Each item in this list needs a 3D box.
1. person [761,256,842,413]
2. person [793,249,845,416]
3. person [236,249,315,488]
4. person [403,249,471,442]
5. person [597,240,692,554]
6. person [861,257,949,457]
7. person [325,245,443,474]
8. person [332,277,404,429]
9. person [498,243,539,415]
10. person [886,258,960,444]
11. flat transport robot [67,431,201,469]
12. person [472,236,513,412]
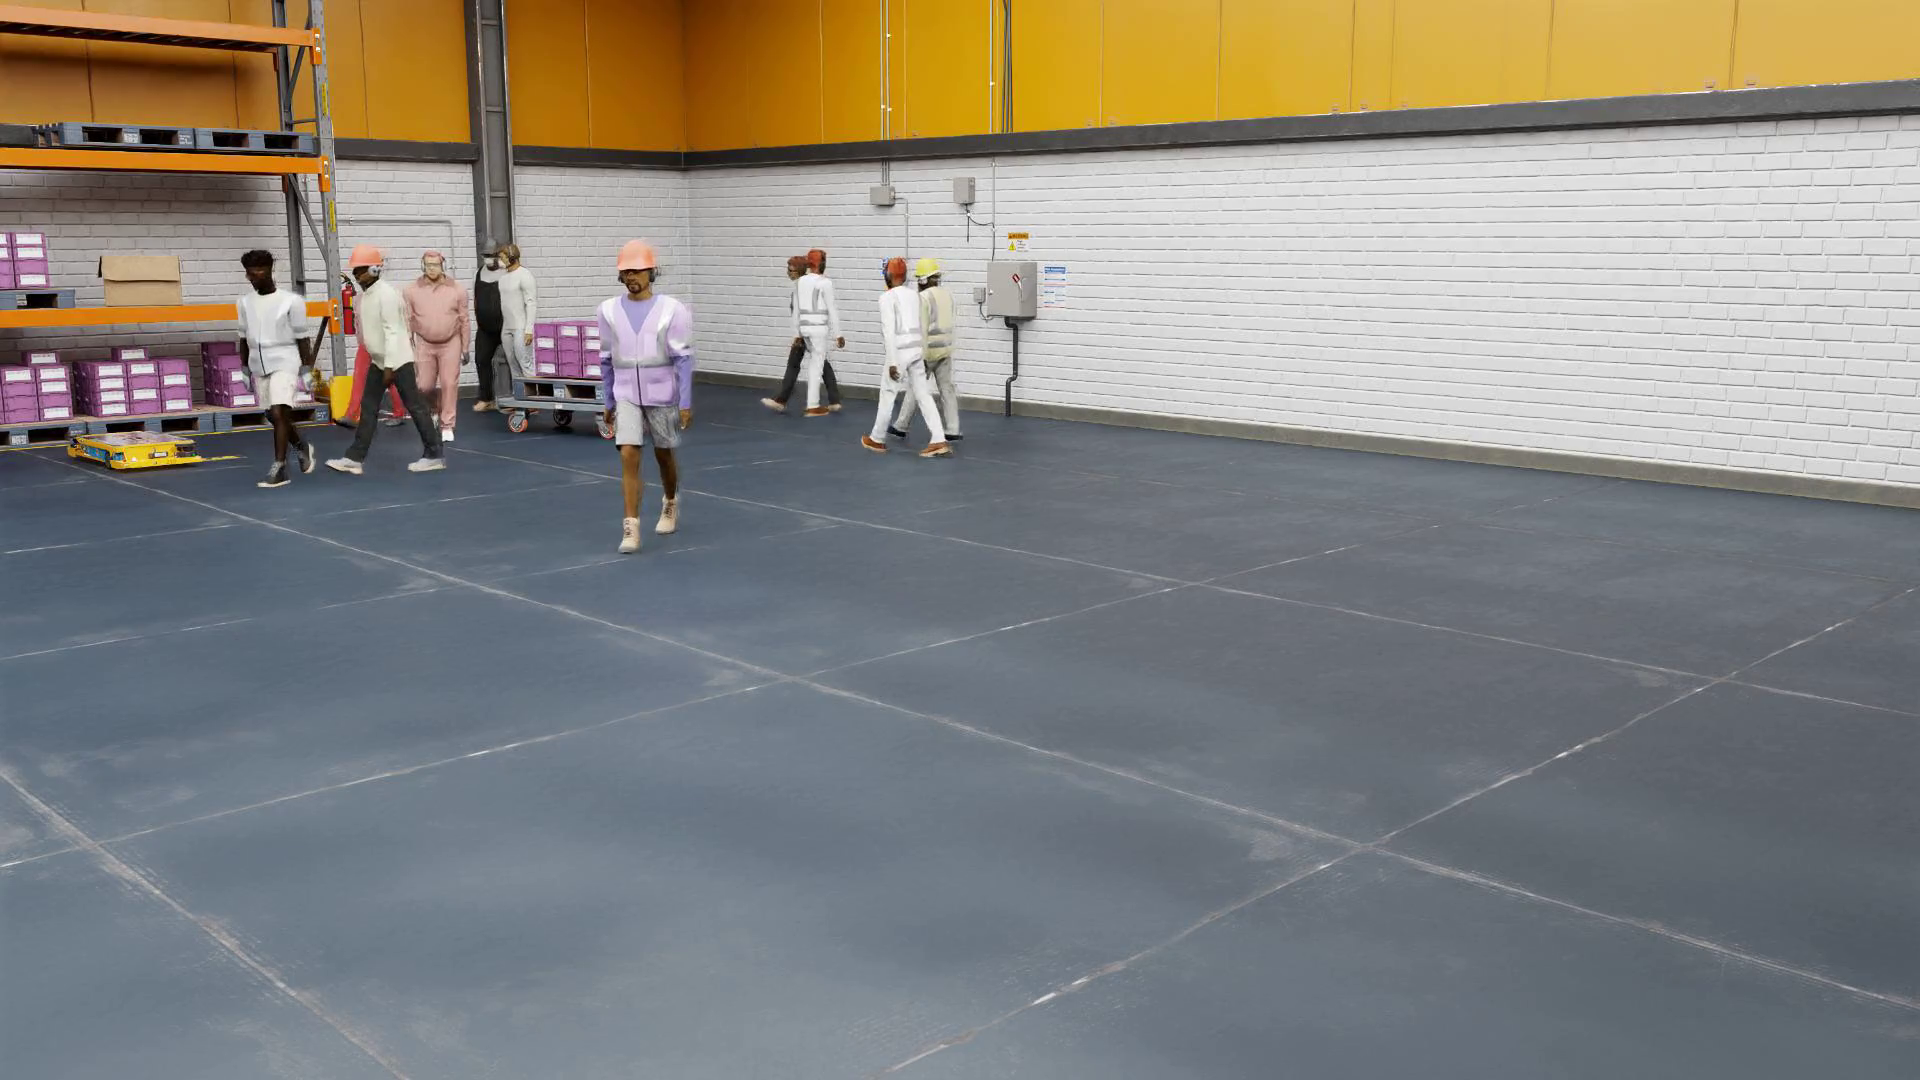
[{"bbox_3d":[-1.770,-2.337,18.980,0.970,1.785,0.632,4,11,20],"label":"person"},{"bbox_3d":[-1.550,-2.321,18.669,0.529,1.869,0.587,-10,14,-44],"label":"person"},{"bbox_3d":[-5.603,-1.431,13.691,0.613,1.928,0.904,2,11,11],"label":"person"},{"bbox_3d":[-5.170,-1.926,16.475,0.645,1.889,0.576,-2,11,-13],"label":"person"},{"bbox_3d":[-2.057,-0.961,10.918,0.621,1.999,1.025,0,10,2],"label":"person"},{"bbox_3d":[-0.502,-1.679,15.315,1.053,1.829,0.580,10,14,43],"label":"person"},{"bbox_3d":[-4.883,-1.510,14.080,0.987,1.931,0.624,-10,15,-44],"label":"person"},{"bbox_3d":[-6.157,-2.004,17.338,0.530,1.712,0.915,4,11,19],"label":"person"},{"bbox_3d":[-4.980,-2.361,18.711,0.352,1.933,0.634,-10,14,-44],"label":"person"},{"bbox_3d":[-0.361,-1.835,16.226,0.894,1.789,0.630,7,12,34],"label":"person"},{"bbox_3d":[-7.376,-0.816,14.822,0.652,0.197,1.431,-10,14,-44],"label":"flat transport robot"},{"bbox_3d":[-5.274,-2.457,18.945,0.701,2.000,0.702,2,11,12],"label":"person"}]
